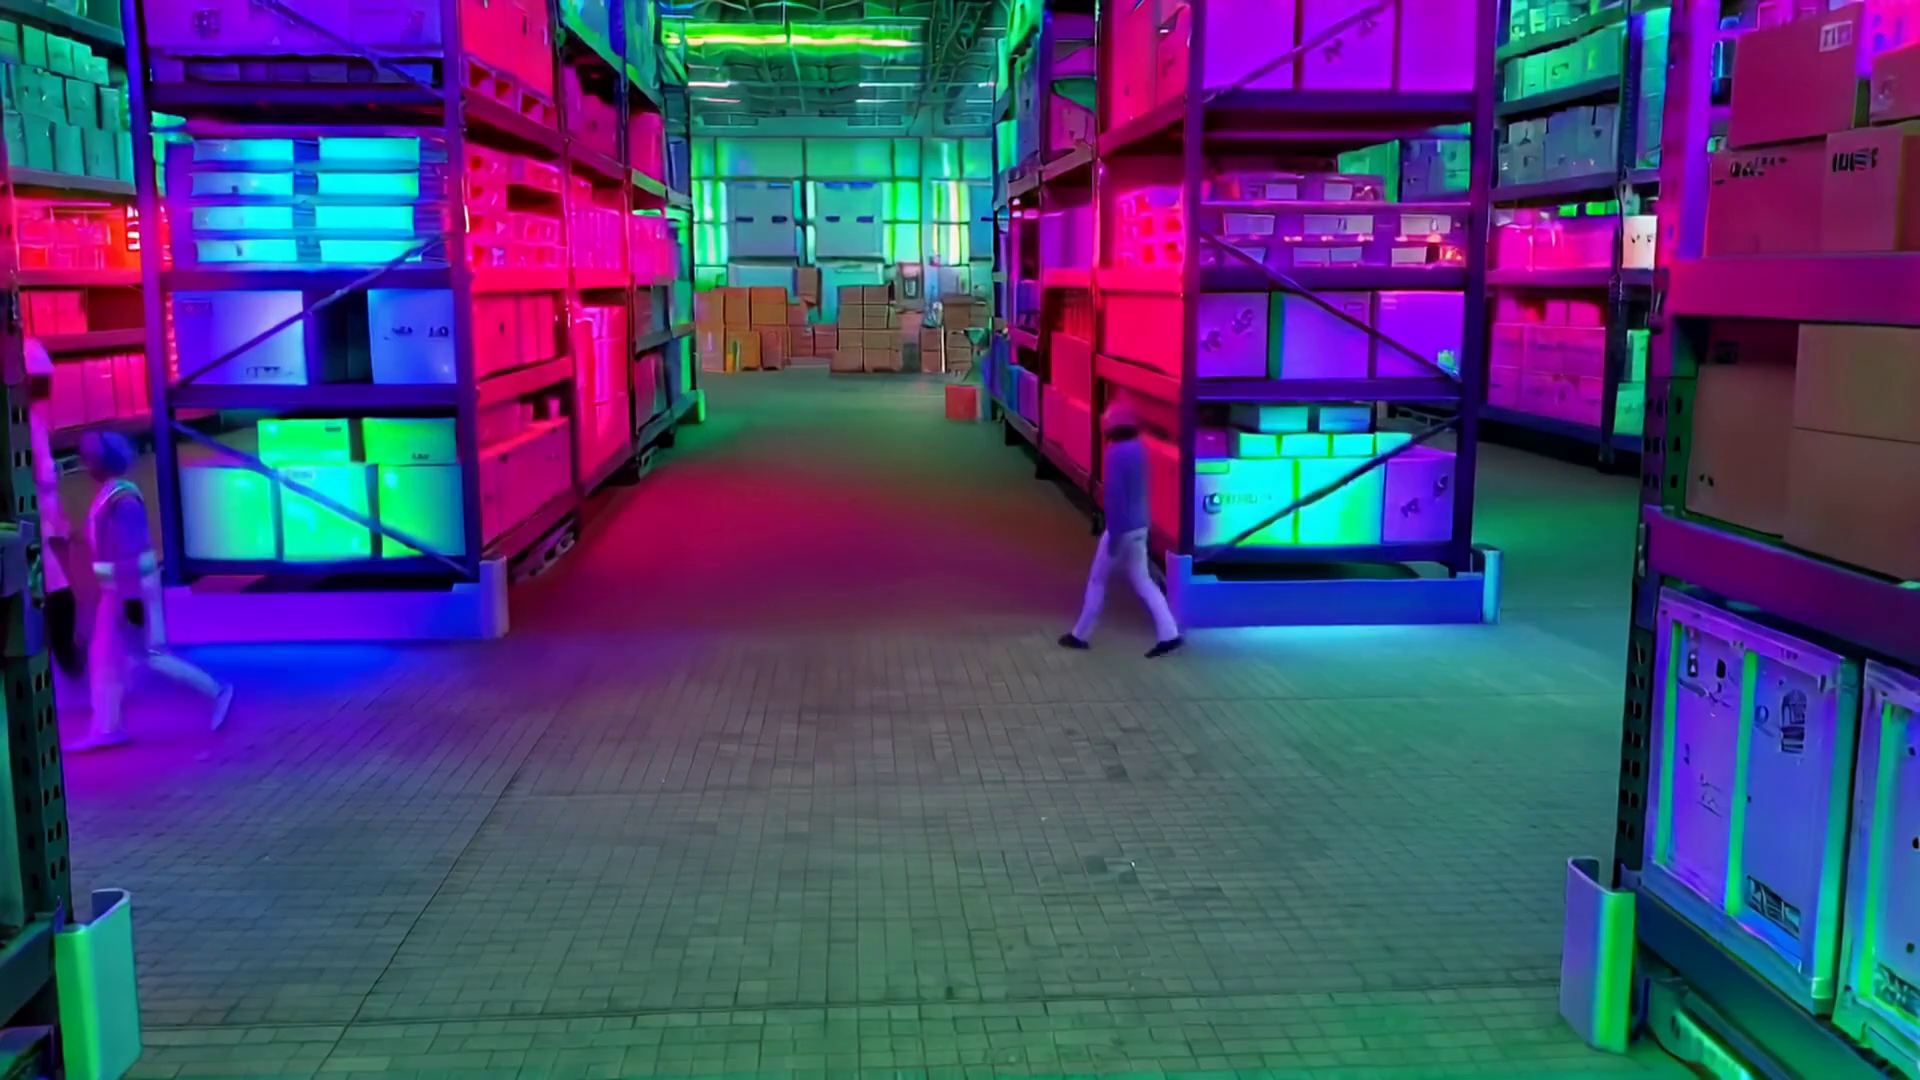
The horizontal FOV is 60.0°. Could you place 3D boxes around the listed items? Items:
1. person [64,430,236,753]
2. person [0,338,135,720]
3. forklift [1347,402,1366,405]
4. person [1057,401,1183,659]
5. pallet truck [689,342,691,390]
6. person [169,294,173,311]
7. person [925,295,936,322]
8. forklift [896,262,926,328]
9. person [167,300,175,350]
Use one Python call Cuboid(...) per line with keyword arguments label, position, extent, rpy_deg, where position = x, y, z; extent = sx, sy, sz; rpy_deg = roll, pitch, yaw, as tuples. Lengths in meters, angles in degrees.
Cuboid(label="person", position=(-4.074, 0.247, 8.277), extent=(0.716, 1.611, 0.524), rpy_deg=(-7, 11, -35))
Cuboid(label="person", position=(-4.800, -0.045, 8.788), extent=(0.887, 2.015, 0.620), rpy_deg=(-3, 9, -16))
Cuboid(label="forklift", position=(4.402, -2.602, 22.168), extent=(1.873, 2.768, 1.129), rpy_deg=(-1, 9, -4))
Cuboid(label="person", position=(1.028, -0.061, 10.278), extent=(0.830, 1.580, 0.538), rpy_deg=(6, 11, 34))
Cuboid(label="pallet truck", position=(-5.225, -3.008, 27.480), extent=(1.885, 1.965, 0.823), rpy_deg=(2, 9, 14))
Cuboid(label="person", position=(-29.582, -8.618, 62.767), extent=(0.402, 1.987, 0.608), rpy_deg=(0, 9, 2))
Cuboid(label="person", position=(-1.123, -8.294, 61.904), extent=(0.664, 1.596, 0.511), rpy_deg=(6, 11, 33))
Cuboid(label="forklift", position=(-1.780, -8.547, 59.499), extent=(1.129, 2.768, 1.873), rpy_deg=(-1, 9, -4))
Cuboid(label="person", position=(-24.686, -6.738, 51.706), extent=(0.492, 1.740, 0.325), rpy_deg=(8, 12, 42))
